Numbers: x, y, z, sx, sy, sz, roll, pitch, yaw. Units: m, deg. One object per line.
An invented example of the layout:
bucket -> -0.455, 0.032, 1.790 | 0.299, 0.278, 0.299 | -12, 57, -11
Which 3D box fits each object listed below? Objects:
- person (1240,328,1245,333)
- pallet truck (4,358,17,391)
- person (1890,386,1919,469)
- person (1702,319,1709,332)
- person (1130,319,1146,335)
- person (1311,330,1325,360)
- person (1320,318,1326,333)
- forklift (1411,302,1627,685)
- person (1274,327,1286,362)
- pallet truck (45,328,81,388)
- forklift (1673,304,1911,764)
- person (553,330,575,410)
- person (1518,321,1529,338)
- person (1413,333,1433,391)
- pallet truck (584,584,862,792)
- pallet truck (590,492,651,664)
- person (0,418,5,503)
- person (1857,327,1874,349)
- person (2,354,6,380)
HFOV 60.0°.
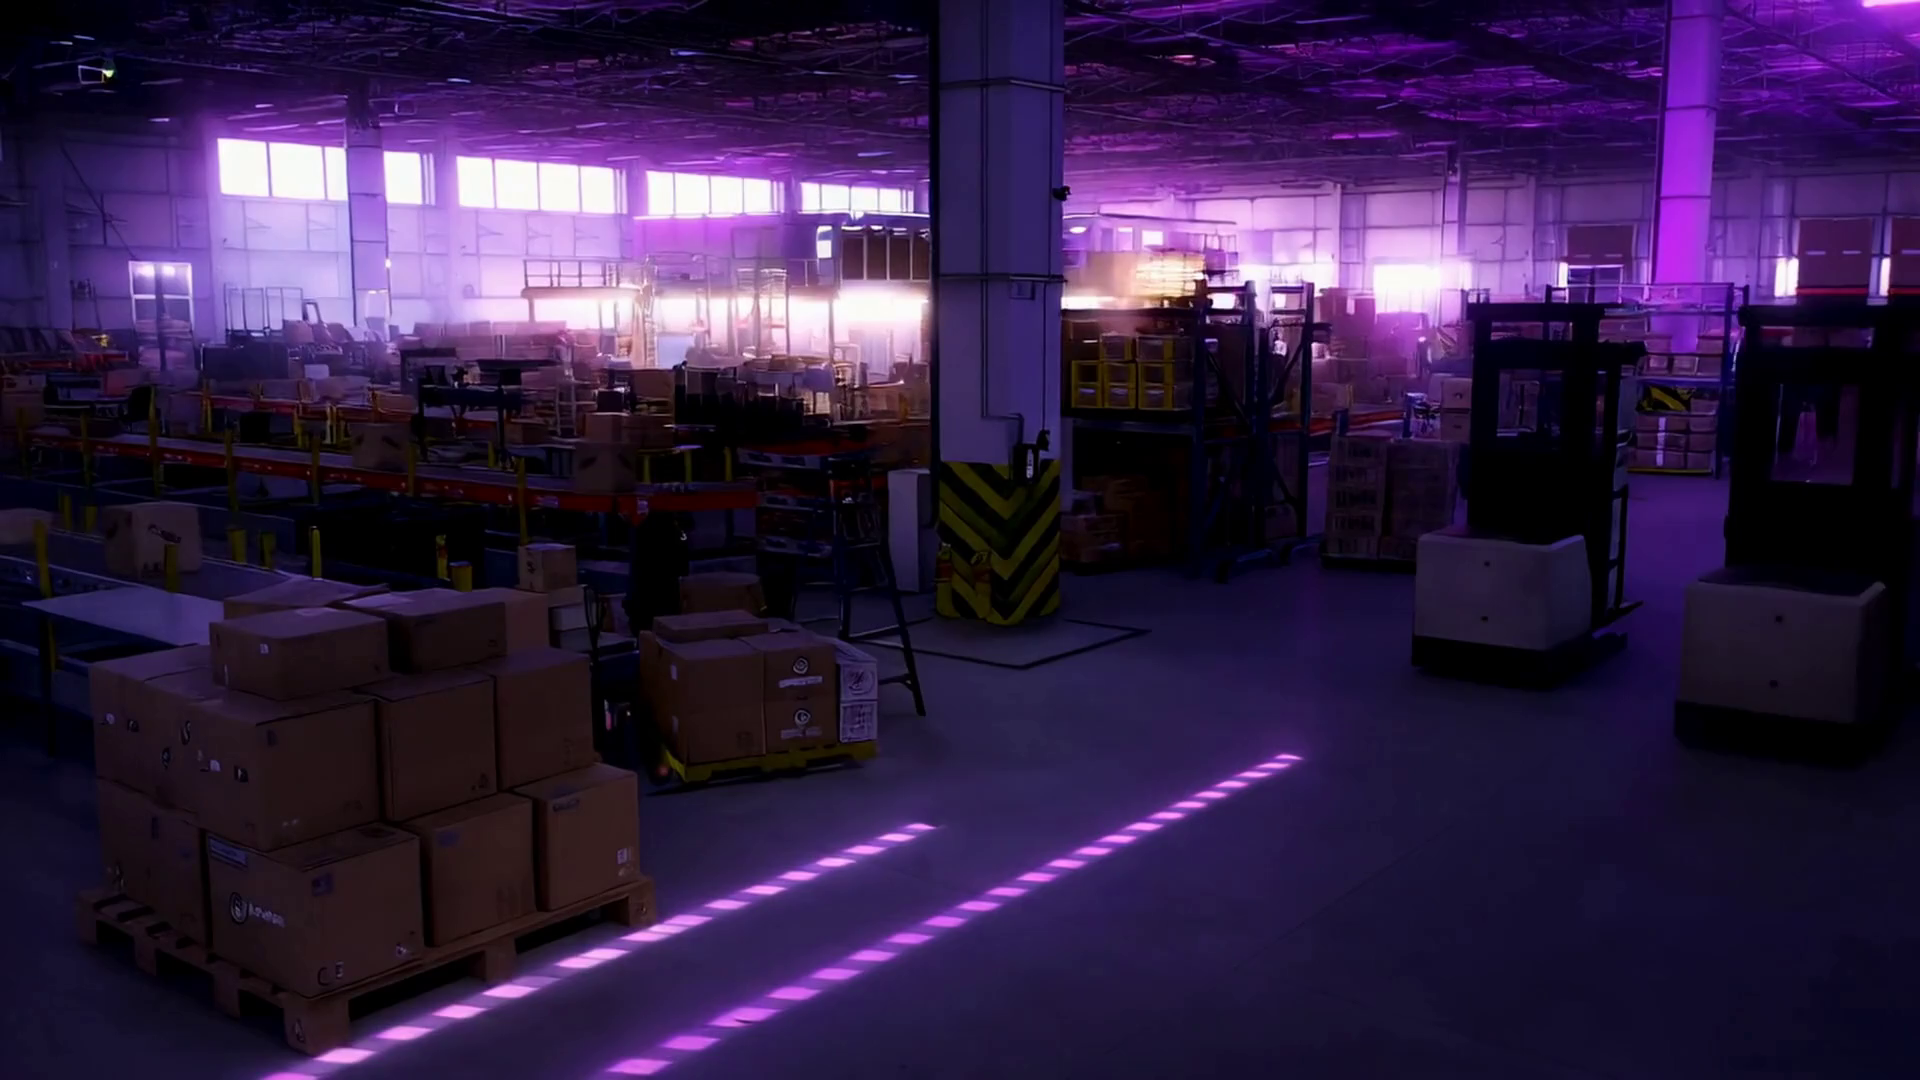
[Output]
person -> 9.432, -6.320, 56.006 | 0.522, 1.844, 0.879 | 8, 12, 43
pallet truck -> -24.881, -4.417, 42.634 | 1.885, 1.965, 0.823 | 8, 11, 41
person -> 15.662, -2.166, 27.469 | 0.608, 1.995, 0.376 | 3, 9, 22
person -> 28.504, -7.509, 63.754 | 0.568, 1.920, 0.552 | -1, 8, -5
person -> 6.568, -7.202, 61.596 | 0.610, 1.945, 0.521 | -3, 9, -17
person -> 9.391, -4.577, 43.916 | 0.356, 1.938, 0.543 | 7, 11, 41
person -> 16.941, -9.478, 77.607 | 0.434, 1.730, 0.493 | -3, 9, -17
forklift -> 4.379, -0.438, 12.852 | 1.129, 2.768, 1.873 | 7, 11, 37
person -> 9.200, -5.174, 47.942 | 0.357, 1.938, 0.542 | 4, 9, 23
pallet truck -> -23.775, -4.544, 43.495 | 1.885, 1.965, 0.823 | 6, 10, 35
forklift -> 5.504, -0.135, 10.808 | 1.129, 2.768, 1.873 | 6, 11, 37
person -> -9.883, -4.227, 41.367 | 0.612, 2.002, 0.864 | -7, 11, -38
person -> 26.626, -9.640, 78.556 | 0.626, 1.799, 0.970 | -5, 10, -29
person -> 13.692, -5.260, 49.213 | 0.541, 1.725, 0.524 | -2, 9, -11
pallet truck -> -1.426, 0.805, 10.019 | 1.601, 1.201, 0.680 | -4, 9, -26
pallet truck -> -3.115, 0.344, 12.883 | 0.653, 1.274, 1.630 | 7, 11, 37
person -> -12.063, -1.002, 20.431 | 0.710, 1.741, 0.548 | 4, 9, 26
person -> 34.539, -7.462, 63.409 | 0.593, 1.922, 0.387 | 1, 8, 5
person -> -22.579, -3.796, 38.787 | 0.675, 1.890, 0.474 | 0, 8, 2
